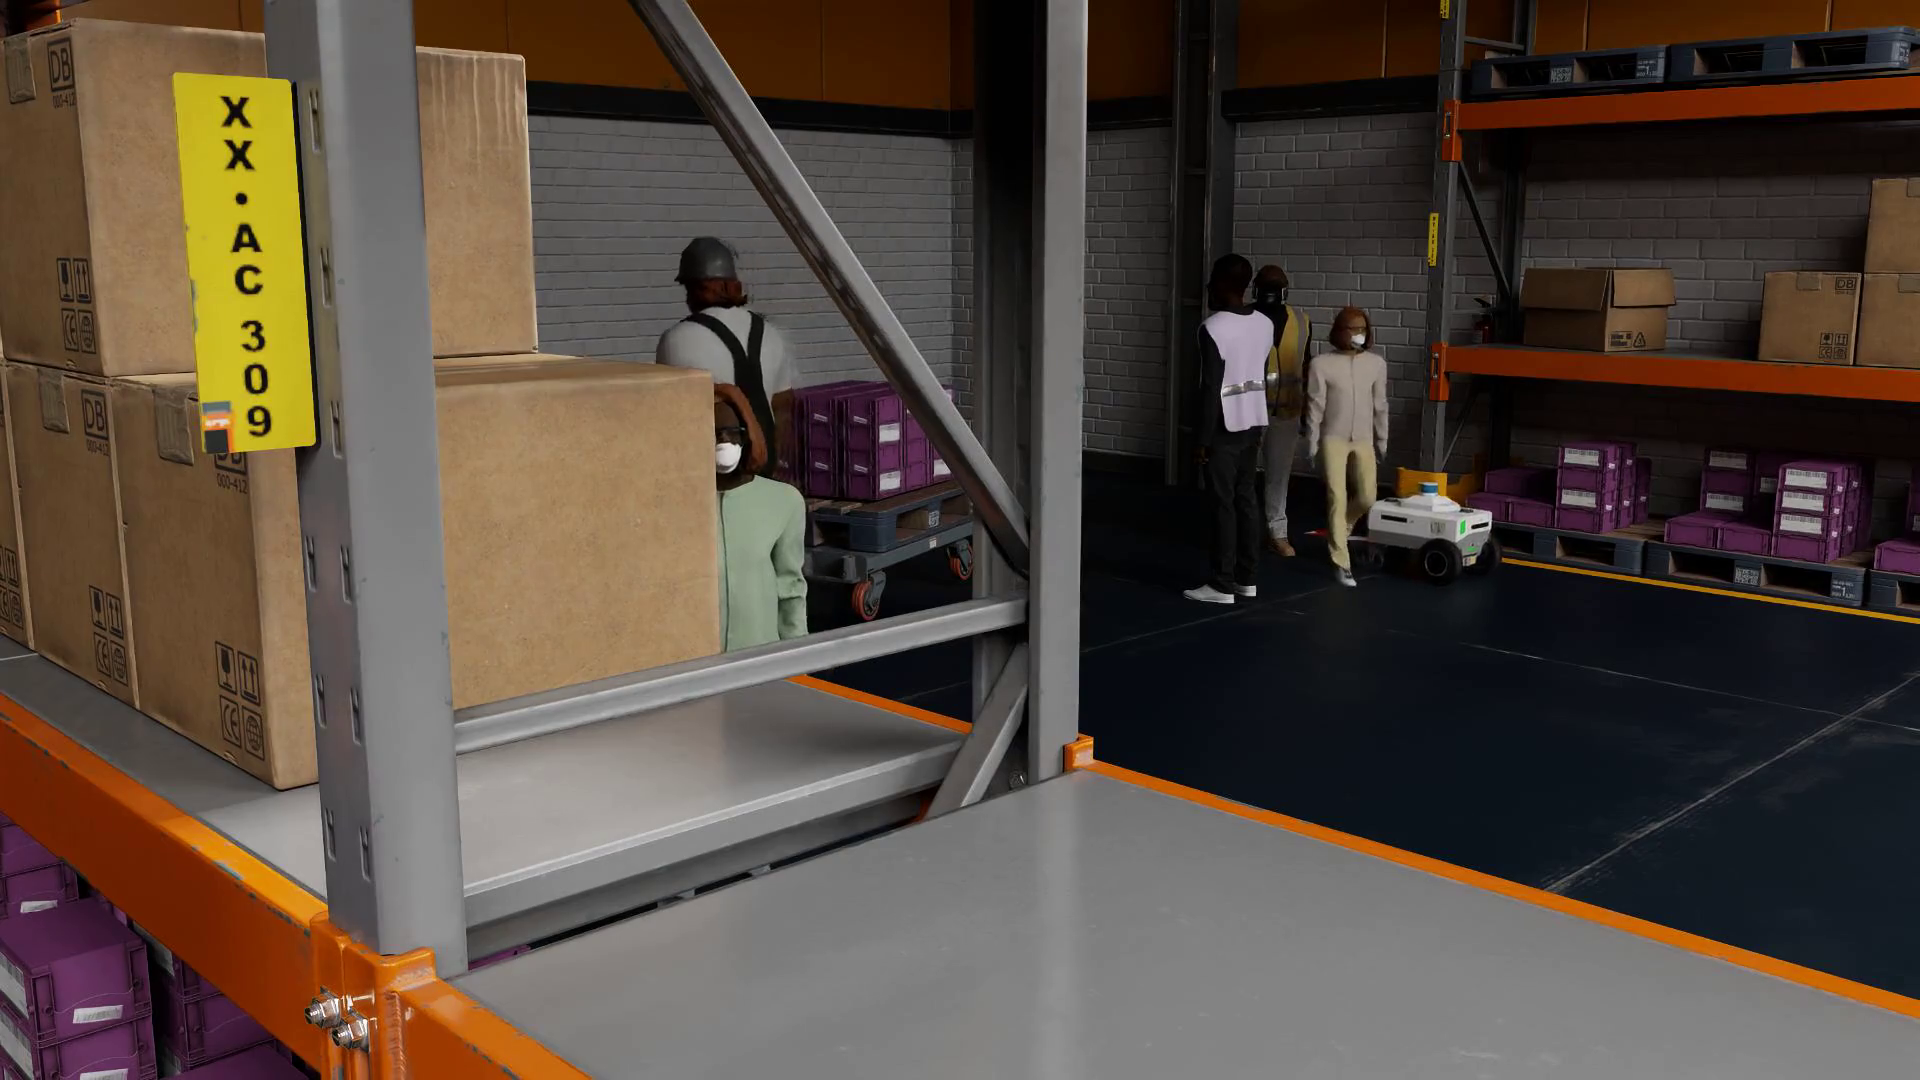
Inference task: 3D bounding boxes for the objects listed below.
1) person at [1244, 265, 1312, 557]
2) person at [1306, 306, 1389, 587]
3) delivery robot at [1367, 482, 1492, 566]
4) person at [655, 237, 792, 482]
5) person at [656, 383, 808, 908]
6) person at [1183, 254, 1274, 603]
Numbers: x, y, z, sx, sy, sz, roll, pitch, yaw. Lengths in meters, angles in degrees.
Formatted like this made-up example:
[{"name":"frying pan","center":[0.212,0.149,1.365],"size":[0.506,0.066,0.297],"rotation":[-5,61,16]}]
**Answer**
[{"name":"person","center":[1.920,-0.798,10.447],"size":[0.633,1.840,0.429],"rotation":[-2,11,-11]},{"name":"person","center":[2.268,-0.567,9.791],"size":[0.518,1.620,0.618],"rotation":[-2,11,-12]},{"name":"delivery robot","center":[2.780,-0.101,9.891],"size":[0.477,0.478,0.707],"rotation":[-9,14,-40]},{"name":"person","center":[-1.075,-0.333,7.360],"size":[0.627,2.000,0.688],"rotation":[8,13,38]},{"name":"person","center":[-0.651,0.379,4.586],"size":[0.501,1.633,0.281],"rotation":[-4,11,-22]},{"name":"person","center":[1.498,-0.609,9.188],"size":[0.380,1.921,0.596],"rotation":[10,14,42]}]
